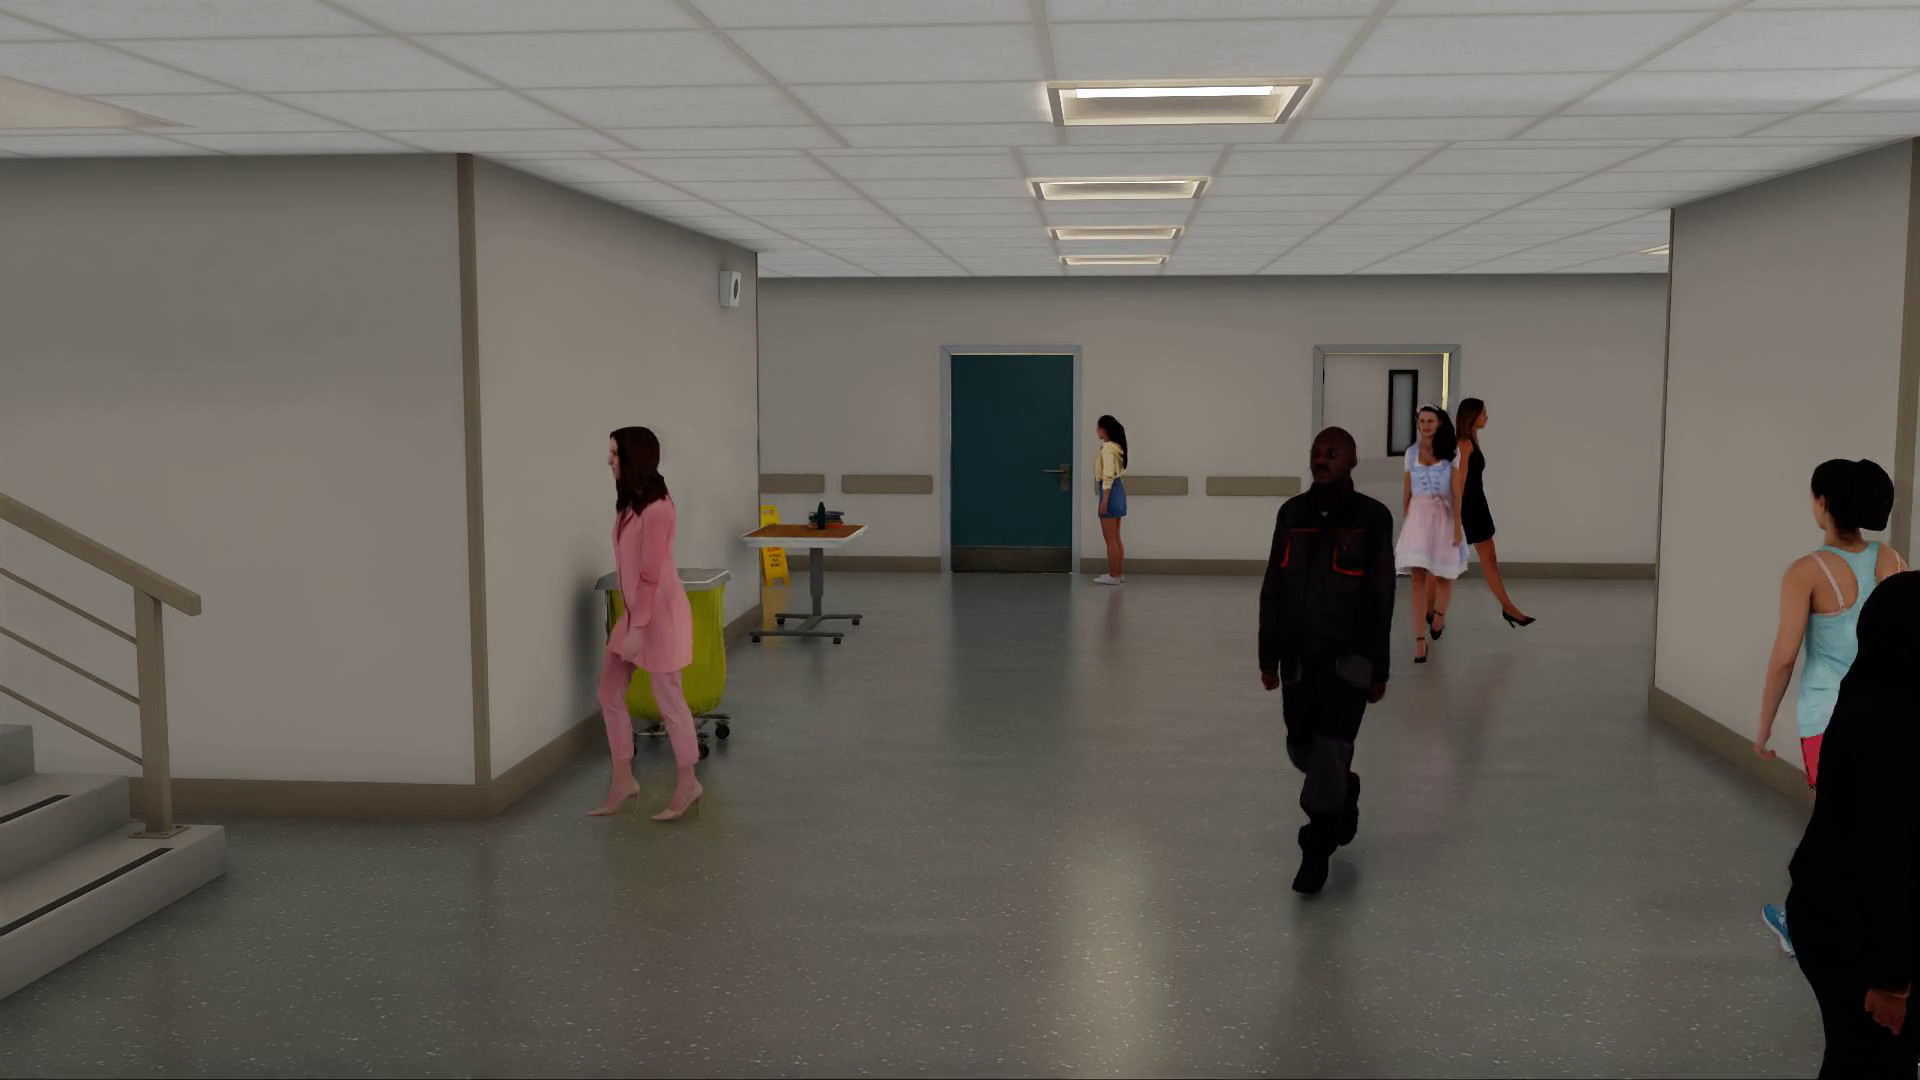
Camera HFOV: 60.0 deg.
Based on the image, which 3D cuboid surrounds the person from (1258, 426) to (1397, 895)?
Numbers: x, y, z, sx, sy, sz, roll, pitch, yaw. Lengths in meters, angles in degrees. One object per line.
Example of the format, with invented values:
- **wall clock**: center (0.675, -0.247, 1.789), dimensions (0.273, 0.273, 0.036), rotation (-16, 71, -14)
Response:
- **person**: center (1.525, 0.454, 6.772), dimensions (1.204, 1.795, 1.099), rotation (4, 7, 32)

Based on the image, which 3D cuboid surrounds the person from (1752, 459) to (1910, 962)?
- **person**: center (2.822, 0.645, 5.182), dimensions (1.049, 1.734, 0.815), rotation (-1, 6, -6)

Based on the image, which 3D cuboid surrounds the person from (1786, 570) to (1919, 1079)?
- **person**: center (1.978, 0.862, 3.634), dimensions (0.764, 1.612, 0.743), rotation (3, 7, 29)

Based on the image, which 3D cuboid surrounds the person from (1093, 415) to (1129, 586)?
- **person**: center (1.455, -0.391, 16.004), dimensions (0.634, 1.630, 0.693), rotation (2, 6, 21)

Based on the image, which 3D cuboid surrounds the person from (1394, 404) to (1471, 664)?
- **person**: center (3.346, -0.036, 11.716), dimensions (1.173, 1.781, 0.940), rotation (2, 6, 20)

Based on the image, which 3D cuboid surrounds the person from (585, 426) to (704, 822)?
- **person**: center (-1.291, 0.389, 7.493), dimensions (0.896, 1.781, 0.831), rotation (-4, 7, -35)

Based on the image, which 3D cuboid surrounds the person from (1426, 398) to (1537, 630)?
- **person**: center (3.801, -0.158, 12.850), dimensions (1.151, 1.797, 0.795), rotation (2, 6, 20)
